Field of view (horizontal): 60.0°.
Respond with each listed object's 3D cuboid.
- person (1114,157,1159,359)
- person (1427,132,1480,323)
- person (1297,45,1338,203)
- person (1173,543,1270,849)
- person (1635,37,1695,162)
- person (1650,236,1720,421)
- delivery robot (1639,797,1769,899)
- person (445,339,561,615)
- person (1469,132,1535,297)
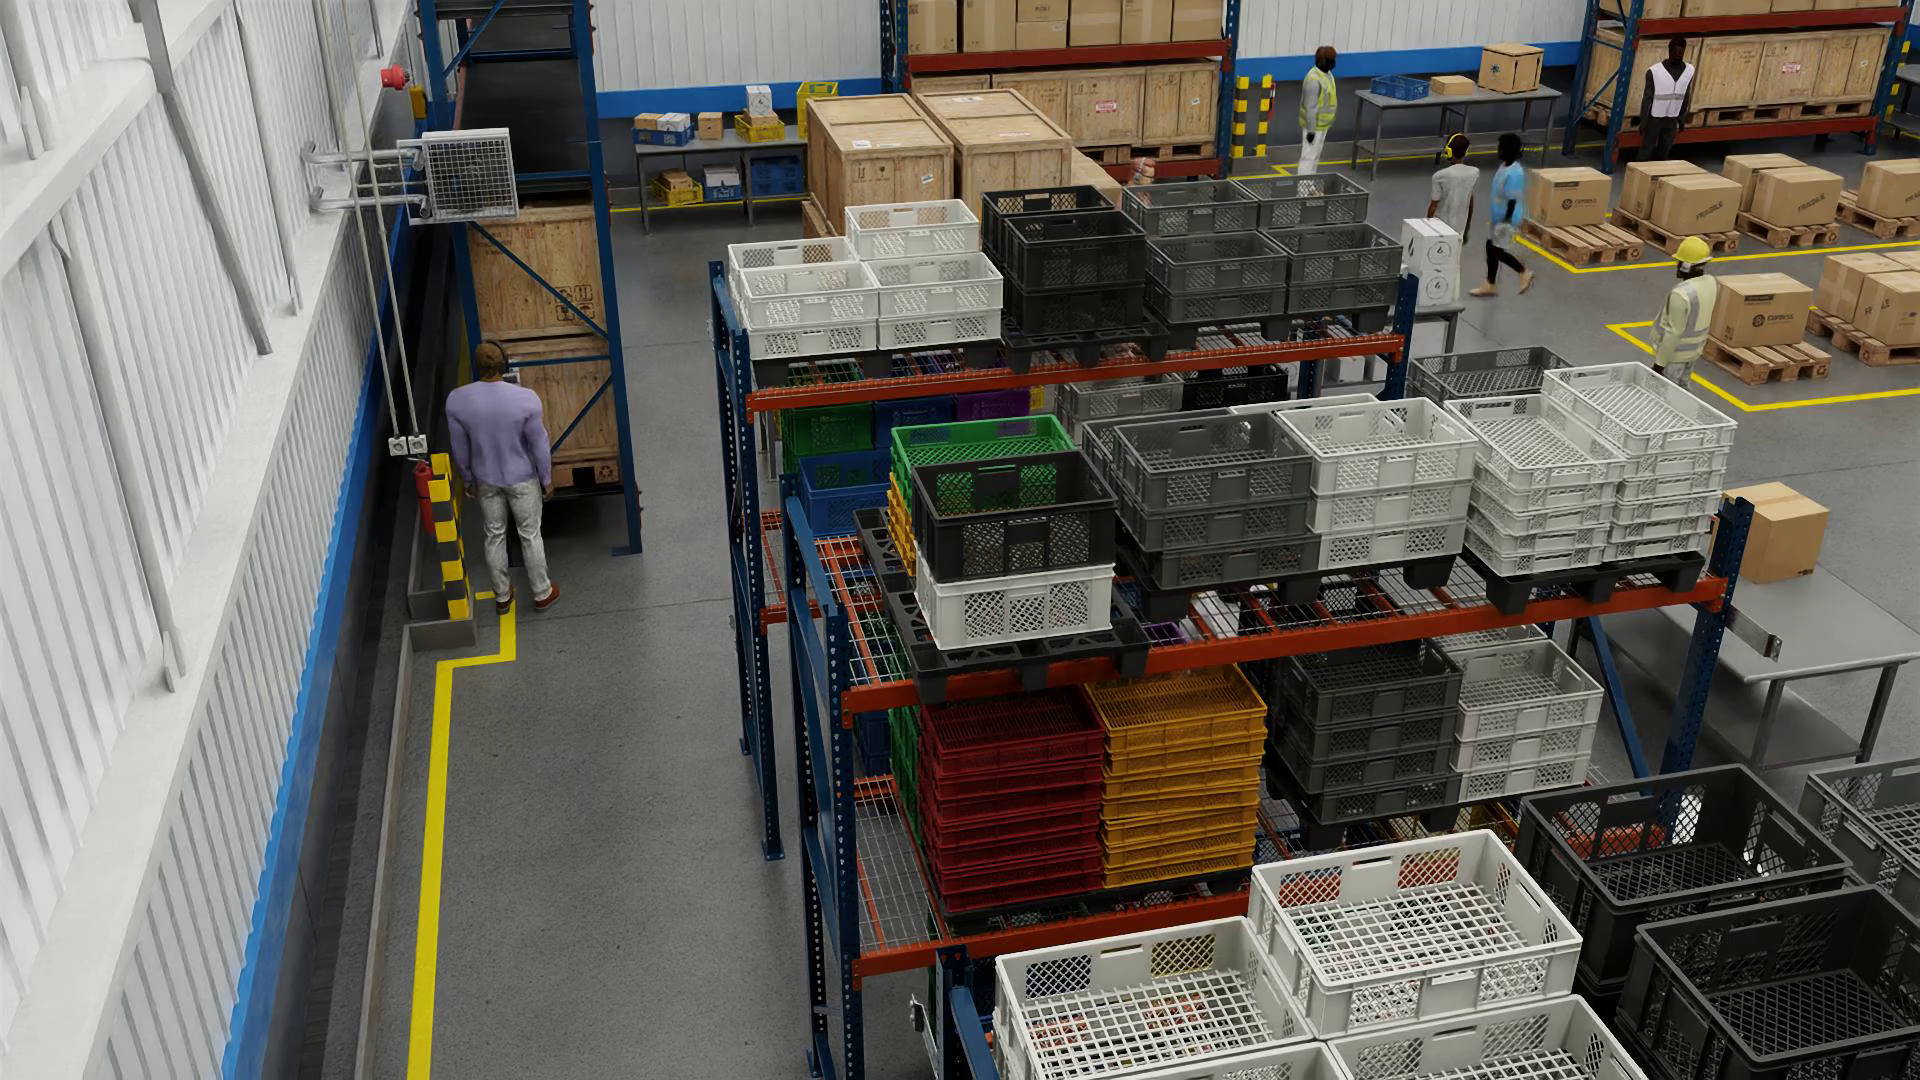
[{"bbox_3d":[1.587,-2.520,15.061,0.409,1.904,0.640,4,28,8],"label":"person"},{"bbox_3d":[4.682,-2.974,15.973,0.503,1.862,0.328,-7,29,-12],"label":"person"},{"bbox_3d":[4.221,-4.904,19.648,0.429,1.841,0.633,13,30,23],"label":"person"},{"bbox_3d":[1.359,0.836,8.717,0.574,1.881,0.357,-17,32,-29],"label":"person"},{"bbox_3d":[8.362,-5.030,19.823,0.584,1.911,0.392,-5,28,-9],"label":"person"},{"bbox_3d":[5.691,-1.513,13.227,0.599,1.827,0.404,-23,35,-36],"label":"person"},{"bbox_3d":[3.812,1.615,8.553,0.477,0.478,0.707,-6,28,-11],"label":"delivery robot"},{"bbox_3d":[-3.009,-0.407,11.012,0.633,1.938,0.356,0,28,1],"label":"person"},{"bbox_3d":[5.504,-3.232,16.644,0.506,1.676,0.544,0,28,0],"label":"person"}]
